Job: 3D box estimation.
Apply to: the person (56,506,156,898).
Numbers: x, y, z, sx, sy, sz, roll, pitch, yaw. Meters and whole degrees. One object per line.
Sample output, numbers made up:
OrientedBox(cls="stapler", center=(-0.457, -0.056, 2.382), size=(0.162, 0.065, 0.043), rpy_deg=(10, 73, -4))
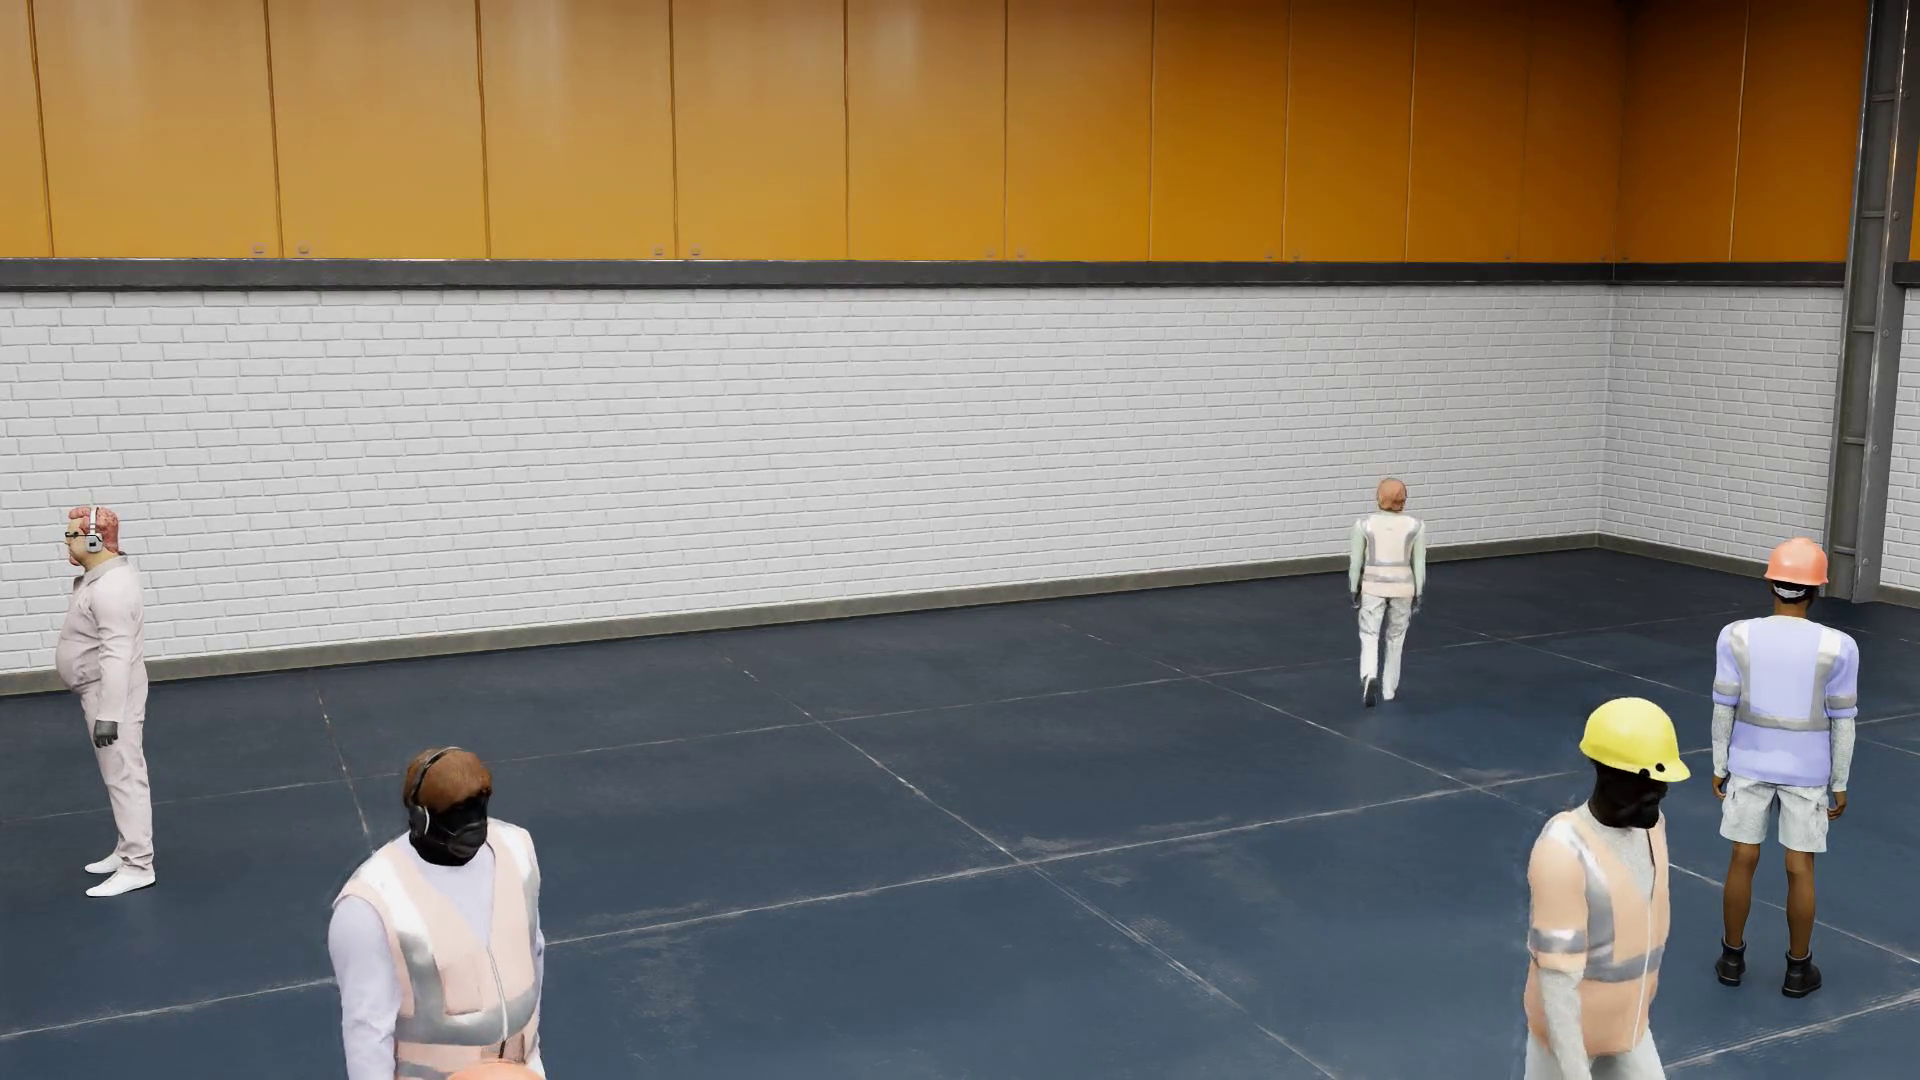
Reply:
OrientedBox(cls="person", center=(-4.184, 0.779, 8.151), size=(0.407, 1.910, 0.638), rpy_deg=(-4, 10, -25))

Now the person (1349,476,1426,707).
OrientedBox(cls="person", center=(2.967, 0.375, 11.559), size=(0.522, 1.619, 0.650), rpy_deg=(2, 9, 12))

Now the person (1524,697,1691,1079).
OrientedBox(cls="person", center=(1.835, 1.364, 4.598), size=(0.619, 1.874, 0.971), rpy_deg=(-7, 11, -36))

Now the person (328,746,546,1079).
OrientedBox(cls="person", center=(-1.258, 1.440, 4.363), size=(0.904, 1.801, 0.662), rpy_deg=(8, 12, 39))

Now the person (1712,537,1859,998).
OrientedBox(cls="person", center=(3.445, 0.951, 6.990), size=(0.545, 1.938, 0.361), rpy_deg=(6, 11, 32))

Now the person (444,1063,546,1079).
OrientedBox(cls="person", center=(-0.716, 1.679, 2.472), size=(0.965, 1.927, 0.688), rpy_deg=(6, 11, 34))
